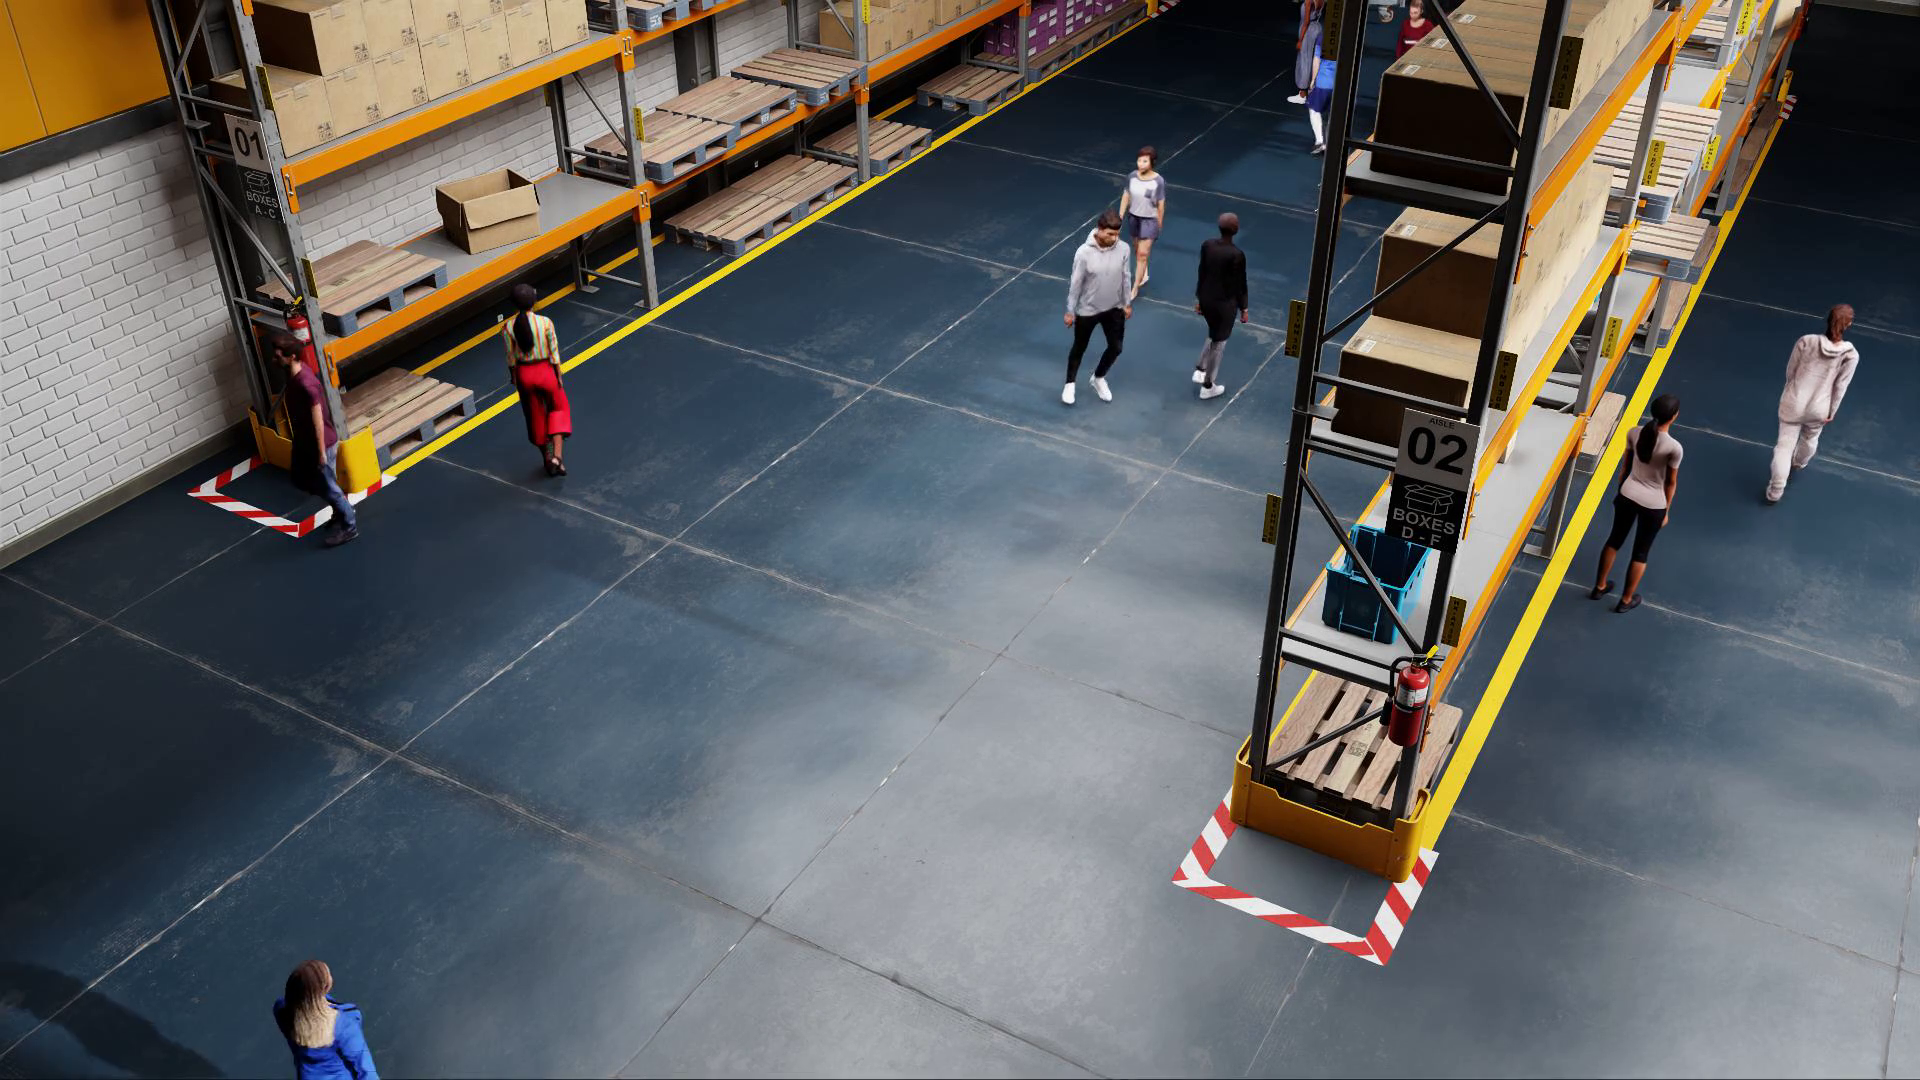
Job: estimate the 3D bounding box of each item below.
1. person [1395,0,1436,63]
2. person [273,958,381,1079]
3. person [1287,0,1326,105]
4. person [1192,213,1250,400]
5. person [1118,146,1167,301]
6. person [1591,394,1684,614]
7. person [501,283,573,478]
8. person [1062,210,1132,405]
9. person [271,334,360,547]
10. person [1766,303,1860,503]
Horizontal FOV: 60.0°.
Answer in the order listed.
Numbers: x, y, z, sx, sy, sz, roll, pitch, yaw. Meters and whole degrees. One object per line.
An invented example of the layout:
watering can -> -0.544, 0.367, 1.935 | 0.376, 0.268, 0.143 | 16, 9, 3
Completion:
person -> 5.724, -5.949, 20.783 | 0.740, 1.693, 0.732 | 23, 40, 31
person -> -2.984, 2.650, 7.854 | 0.758, 1.684, 0.938 | 9, 35, 13
person -> 4.580, -6.568, 21.719 | 0.665, 1.689, 0.522 | 25, 41, 32
person -> 2.254, -2.065, 14.887 | 0.776, 1.751, 0.763 | -21, 39, -28
person -> 1.887, -3.276, 16.905 | 0.592, 1.534, 0.903 | 21, 39, 28
person -> 4.989, -0.270, 12.193 | 0.660, 1.744, 0.664 | -22, 39, -29
person -> -3.464, -1.240, 13.619 | 0.831, 1.782, 0.899 | -7, 34, -10
person -> 1.220, -2.099, 14.818 | 0.938, 1.885, 1.002 | -4, 34, -5
person -> -4.932, -0.805, 12.916 | 0.775, 1.834, 0.775 | -23, 40, -31
person -> 6.855, -1.059, 13.485 | 0.663, 1.628, 1.077 | 15, 37, 22
